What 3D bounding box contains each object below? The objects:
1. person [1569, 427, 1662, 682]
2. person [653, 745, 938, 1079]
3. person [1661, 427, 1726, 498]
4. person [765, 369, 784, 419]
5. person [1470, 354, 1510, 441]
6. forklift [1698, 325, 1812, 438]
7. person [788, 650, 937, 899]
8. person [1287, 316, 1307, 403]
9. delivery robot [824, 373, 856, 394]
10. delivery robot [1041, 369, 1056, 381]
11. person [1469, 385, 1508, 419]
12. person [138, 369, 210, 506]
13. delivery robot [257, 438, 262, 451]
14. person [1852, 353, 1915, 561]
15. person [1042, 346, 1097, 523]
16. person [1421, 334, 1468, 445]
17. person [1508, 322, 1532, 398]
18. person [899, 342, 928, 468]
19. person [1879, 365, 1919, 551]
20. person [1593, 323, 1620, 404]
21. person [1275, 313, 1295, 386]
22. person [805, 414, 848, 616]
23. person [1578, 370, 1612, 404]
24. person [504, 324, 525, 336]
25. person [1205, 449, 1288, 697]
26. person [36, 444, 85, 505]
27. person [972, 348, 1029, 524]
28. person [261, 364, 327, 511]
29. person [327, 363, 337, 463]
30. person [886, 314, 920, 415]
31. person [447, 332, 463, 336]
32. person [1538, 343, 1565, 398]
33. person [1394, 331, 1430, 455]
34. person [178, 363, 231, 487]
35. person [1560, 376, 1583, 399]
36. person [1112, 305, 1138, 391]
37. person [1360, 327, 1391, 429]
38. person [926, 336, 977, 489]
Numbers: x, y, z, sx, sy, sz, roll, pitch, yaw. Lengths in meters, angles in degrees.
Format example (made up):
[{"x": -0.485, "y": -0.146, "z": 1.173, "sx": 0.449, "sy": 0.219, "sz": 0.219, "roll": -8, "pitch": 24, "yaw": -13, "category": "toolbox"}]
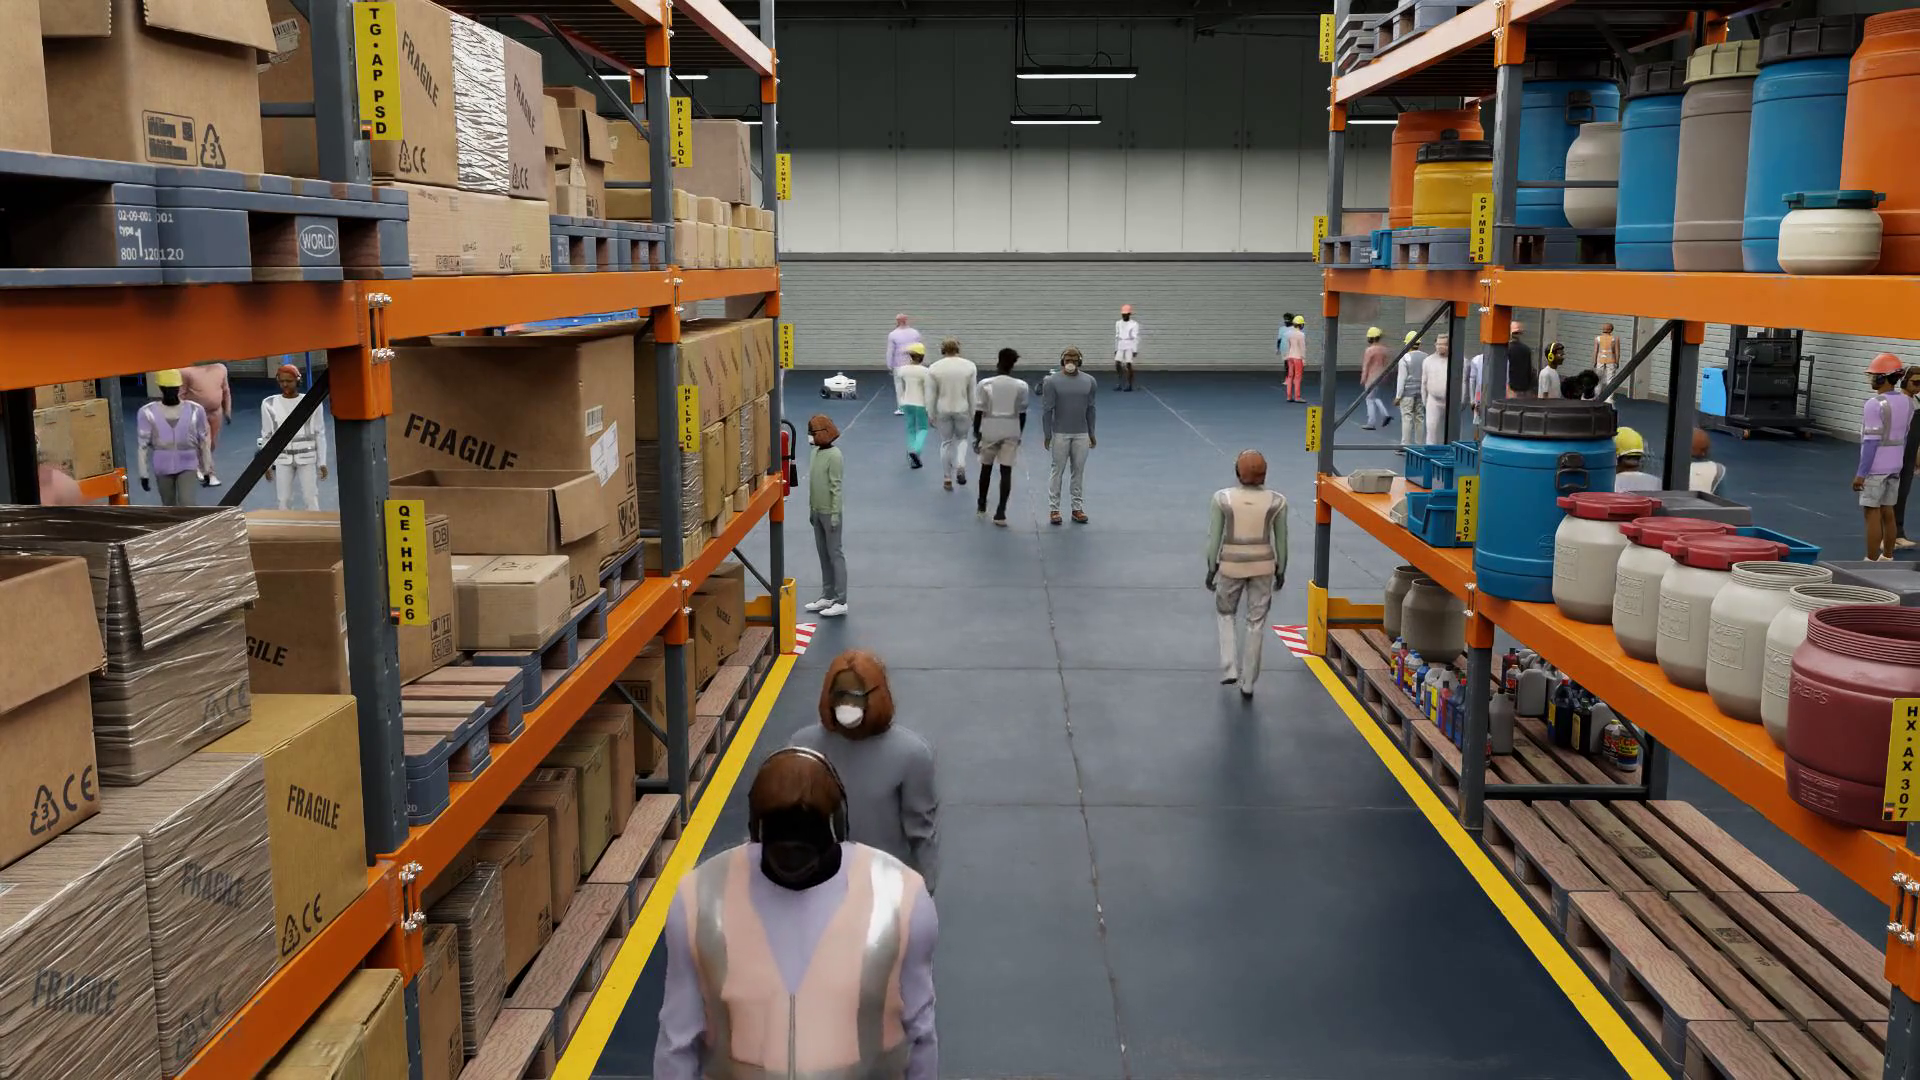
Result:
[{"x": 4.356, "y": 0.159, "z": 10.867, "sx": 0.594, "sy": 1.800, "sz": 0.925, "roll": -1, "pitch": 10, "yaw": -8, "category": "person"}, {"x": -0.368, "y": 1.324, "z": 3.825, "sx": 0.635, "sy": 1.808, "sz": 0.905, "roll": 0, "pitch": 9, "yaw": 2, "category": "person"}, {"x": 5.503, "y": -0.046, "z": 12.558, "sx": 0.519, "sy": 1.628, "sz": 0.383, "roll": 0, "pitch": 9, "yaw": 1, "category": "person"}, {"x": -3.118, "y": -2.678, "z": 27.561, "sx": 0.357, "sy": 1.913, "sz": 0.666, "roll": 7, "pitch": 12, "yaw": 38, "category": "person"}, {"x": 7.254, "y": -1.904, "z": 22.768, "sx": 0.548, "sy": 1.934, "sz": 0.374, "roll": 9, "pitch": 13, "yaw": 42, "category": "person"}, {"x": 13.248, "y": -3.165, "z": 27.620, "sx": 1.129, "sy": 2.768, "sz": 1.873, "roll": 0, "pitch": 9, "yaw": 1, "category": "forklift"}, {"x": -0.345, "y": 1.164, "z": 5.345, "sx": 0.523, "sy": 1.600, "sz": 0.752, "roll": 2, "pitch": 10, "yaw": 10, "category": "person"}, {"x": 6.891, "y": -3.693, "z": 33.984, "sx": 0.315, "sy": 1.770, "sz": 0.524, "roll": -5, "pitch": 11, "yaw": -26, "category": "person"}, {"x": -2.524, "y": -3.278, "z": 34.968, "sx": 0.707, "sy": 0.478, "sz": 0.477, "roll": 9, "pitch": 13, "yaw": 43, "category": "delivery robot"}, {"x": 2.000, "y": -3.577, "z": 35.985, "sx": 0.335, "sy": 0.223, "sz": 0.698, "roll": 6, "pitch": 11, "yaw": 33, "category": "delivery robot"}, {"x": 4.361, "y": -0.330, "z": 13.403, "sx": 0.671, "sy": 1.916, "sz": 0.550, "roll": 1, "pitch": 10, "yaw": 8, "category": "person"}, {"x": -7.436, "y": -0.708, "z": 15.756, "sx": 0.598, "sy": 1.884, "sz": 0.994, "roll": -4, "pitch": 10, "yaw": -24, "category": "person"}, {"x": -9.469, "y": -1.341, "z": 23.365, "sx": 0.707, "sy": 0.478, "sz": 0.477, "roll": -9, "pitch": 13, "yaw": -43, "category": "delivery robot"}, {"x": 8.237, "y": -0.649, "z": 14.928, "sx": 0.605, "sy": 2.044, "sz": 0.374, "roll": -6, "pitch": 11, "yaw": -32, "category": "person"}, {"x": 1.209, "y": -1.163, "z": 18.318, "sx": 0.635, "sy": 1.936, "sz": 0.353, "roll": -3, "pitch": 10, "yaw": -17, "category": "person"}, {"x": 6.771, "y": -1.958, "z": 23.288, "sx": 0.636, "sy": 1.871, "sz": 0.956, "roll": 4, "pitch": 10, "yaw": 24, "category": "person"}, {"x": 8.253, "y": -2.287, "z": 24.971, "sx": 0.607, "sy": 1.963, "sz": 0.612, "roll": -7, "pitch": 12, "yaw": -36, "category": "person"}, {"x": -0.624, "y": -1.861, "z": 23.081, "sx": 0.523, "sy": 1.748, "sz": 0.438, "roll": 5, "pitch": 11, "yaw": 27, "category": "person"}, {"x": 9.364, "y": -0.819, "z": 16.546, "sx": 0.514, "sy": 1.844, "sz": 0.333, "roll": -5, "pitch": 11, "yaw": -28, "category": "person"}, {"x": 13.080, "y": -3.575, "z": 33.663, "sx": 0.514, "sy": 1.639, "sz": 0.310, "roll": 6, "pitch": 11, "yaw": 33, "category": "person"}, {"x": 7.534, "y": -4.406, "z": 38.523, "sx": 0.685, "sy": 1.666, "sz": 0.546, "roll": -9, "pitch": 13, "yaw": -43, "category": "person"}, {"x": -1.095, "y": -0.210, "z": 13.539, "sx": 0.270, "sy": 1.627, "sz": 0.499, "roll": -6, "pitch": 11, "yaw": -31, "category": "person"}, {"x": 6.869, "y": -1.034, "z": 18.327, "sx": 0.553, "sy": 1.660, "sz": 0.772, "roll": 7, "pitch": 12, "yaw": 38, "category": "person"}, {"x": -6.578, "y": -2.305, "z": 24.891, "sx": 0.635, "sy": 2.024, "sz": 0.502, "roll": 4, "pitch": 10, "yaw": 20, "category": "person"}, {"x": 1.896, "y": 0.210, "z": 11.011, "sx": 0.545, "sy": 1.621, "sz": 0.460, "roll": 1, "pitch": 10, "yaw": 5, "category": "person"}, {"x": -5.667, "y": 0.216, "z": 10.247, "sx": 0.662, "sy": 1.885, "sz": 0.666, "roll": 0, "pitch": 9, "yaw": -1, "category": "person"}, {"x": 0.429, "y": -1.171, "z": 18.441, "sx": 0.641, "sy": 1.905, "sz": 0.950, "roll": -1, "pitch": 10, "yaw": -6, "category": "person"}, {"x": -6.410, "y": -0.754, "z": 16.026, "sx": 0.584, "sy": 1.882, "sz": 0.337, "roll": -2, "pitch": 10, "yaw": -13, "category": "person"}, {"x": -8.755, "y": -2.024, "z": 23.931, "sx": 0.650, "sy": 1.807, "sz": 0.699, "roll": 1, "pitch": 10, "yaw": 7, "category": "person"}, {"x": -1.094, "y": -3.299, "z": 31.247, "sx": 0.680, "sy": 1.887, "sz": 0.435, "roll": -5, "pitch": 11, "yaw": -28, "category": "person"}, {"x": -13.235, "y": -5.430, "z": 43.696, "sx": 0.537, "sy": 2.000, "sz": 0.689, "roll": 8, "pitch": 12, "yaw": 38, "category": "person"}, {"x": 7.299, "y": -1.502, "z": 20.551, "sx": 0.319, "sy": 1.870, "sz": 0.532, "roll": 5, "pitch": 11, "yaw": 28, "category": "person"}, {"x": 6.711, "y": -2.184, "z": 24.743, "sx": 0.588, "sy": 1.835, "sz": 0.403, "roll": -5, "pitch": 11, "yaw": -26, "category": "person"}, {"x": -9.812, "y": -1.664, "z": 21.548, "sx": 0.878, "sy": 1.874, "sz": 0.657, "roll": 8, "pitch": 12, "yaw": 40, "category": "person"}, {"x": 6.223, "y": -0.836, "z": 17.076, "sx": 0.322, "sy": 1.697, "sz": 0.532, "roll": 9, "pitch": 13, "yaw": 42, "category": "person"}, {"x": 3.629, "y": -4.235, "z": 36.804, "sx": 0.572, "sy": 1.908, "sz": 0.767, "roll": 6, "pitch": 11, "yaw": 30, "category": "person"}, {"x": 7.102, "y": -2.764, "z": 28.469, "sx": 0.527, "sy": 1.751, "sz": 0.419, "roll": -9, "pitch": 13, "yaw": -43, "category": "person"}, {"x": -0.105, "y": -1.610, "z": 21.032, "sx": 0.659, "sy": 1.921, "sz": 0.436, "roll": -1, "pitch": 9, "yaw": -4, "category": "person"}]
